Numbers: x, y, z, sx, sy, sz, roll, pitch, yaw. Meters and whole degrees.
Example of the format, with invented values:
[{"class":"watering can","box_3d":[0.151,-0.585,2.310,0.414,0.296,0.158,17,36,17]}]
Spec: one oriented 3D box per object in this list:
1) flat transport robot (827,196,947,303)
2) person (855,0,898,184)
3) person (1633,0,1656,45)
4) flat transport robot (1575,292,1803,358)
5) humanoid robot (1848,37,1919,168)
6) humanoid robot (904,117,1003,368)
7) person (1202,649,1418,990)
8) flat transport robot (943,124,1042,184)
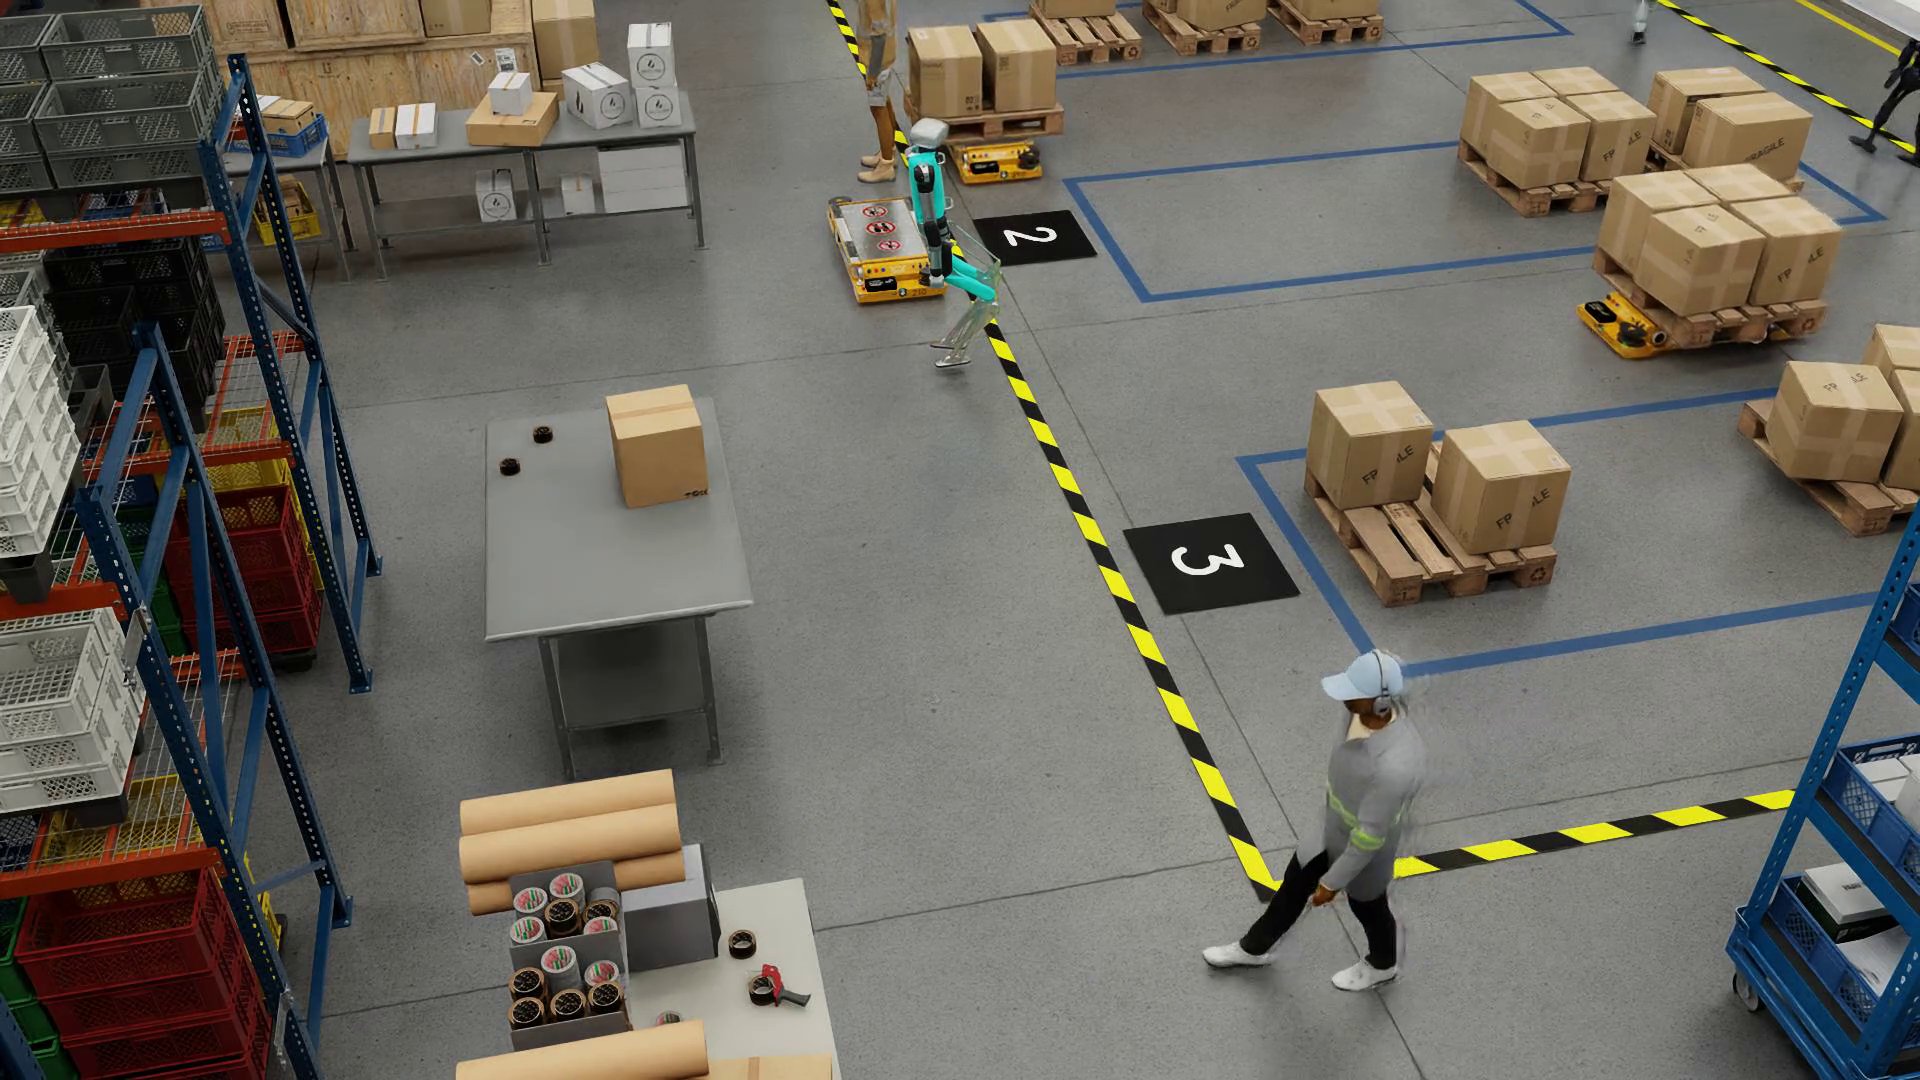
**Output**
[{"class":"flat transport robot","box_3d":[-0.570,-2.220,12.538,0.659,0.231,1.431,-8,37,-10]},{"class":"person","box_3d":[-0.689,-3.851,13.246,0.379,2.039,0.615,3,37,4]},{"class":"person","box_3d":[6.742,-5.631,15.848,0.614,1.774,0.954,4,37,6]},{"class":"flat transport robot","box_3d":[5.150,-1.594,11.672,1.431,0.197,0.652,-8,37,-10]},{"class":"humanoid robot","box_3d":[7.911,-3.937,13.679,0.583,1.633,0.646,-15,39,-19]},{"class":"humanoid robot","box_3d":[0.021,-1.911,10.779,0.735,1.677,0.533,-2,37,-2]},{"class":"person","box_3d":[1.502,1.180,6.679,0.835,1.811,0.595,-6,37,-8]},{"class":"flat transport robot","box_3d":[0.204,-3.437,14.150,0.652,0.197,1.431,-8,37,-10]}]
